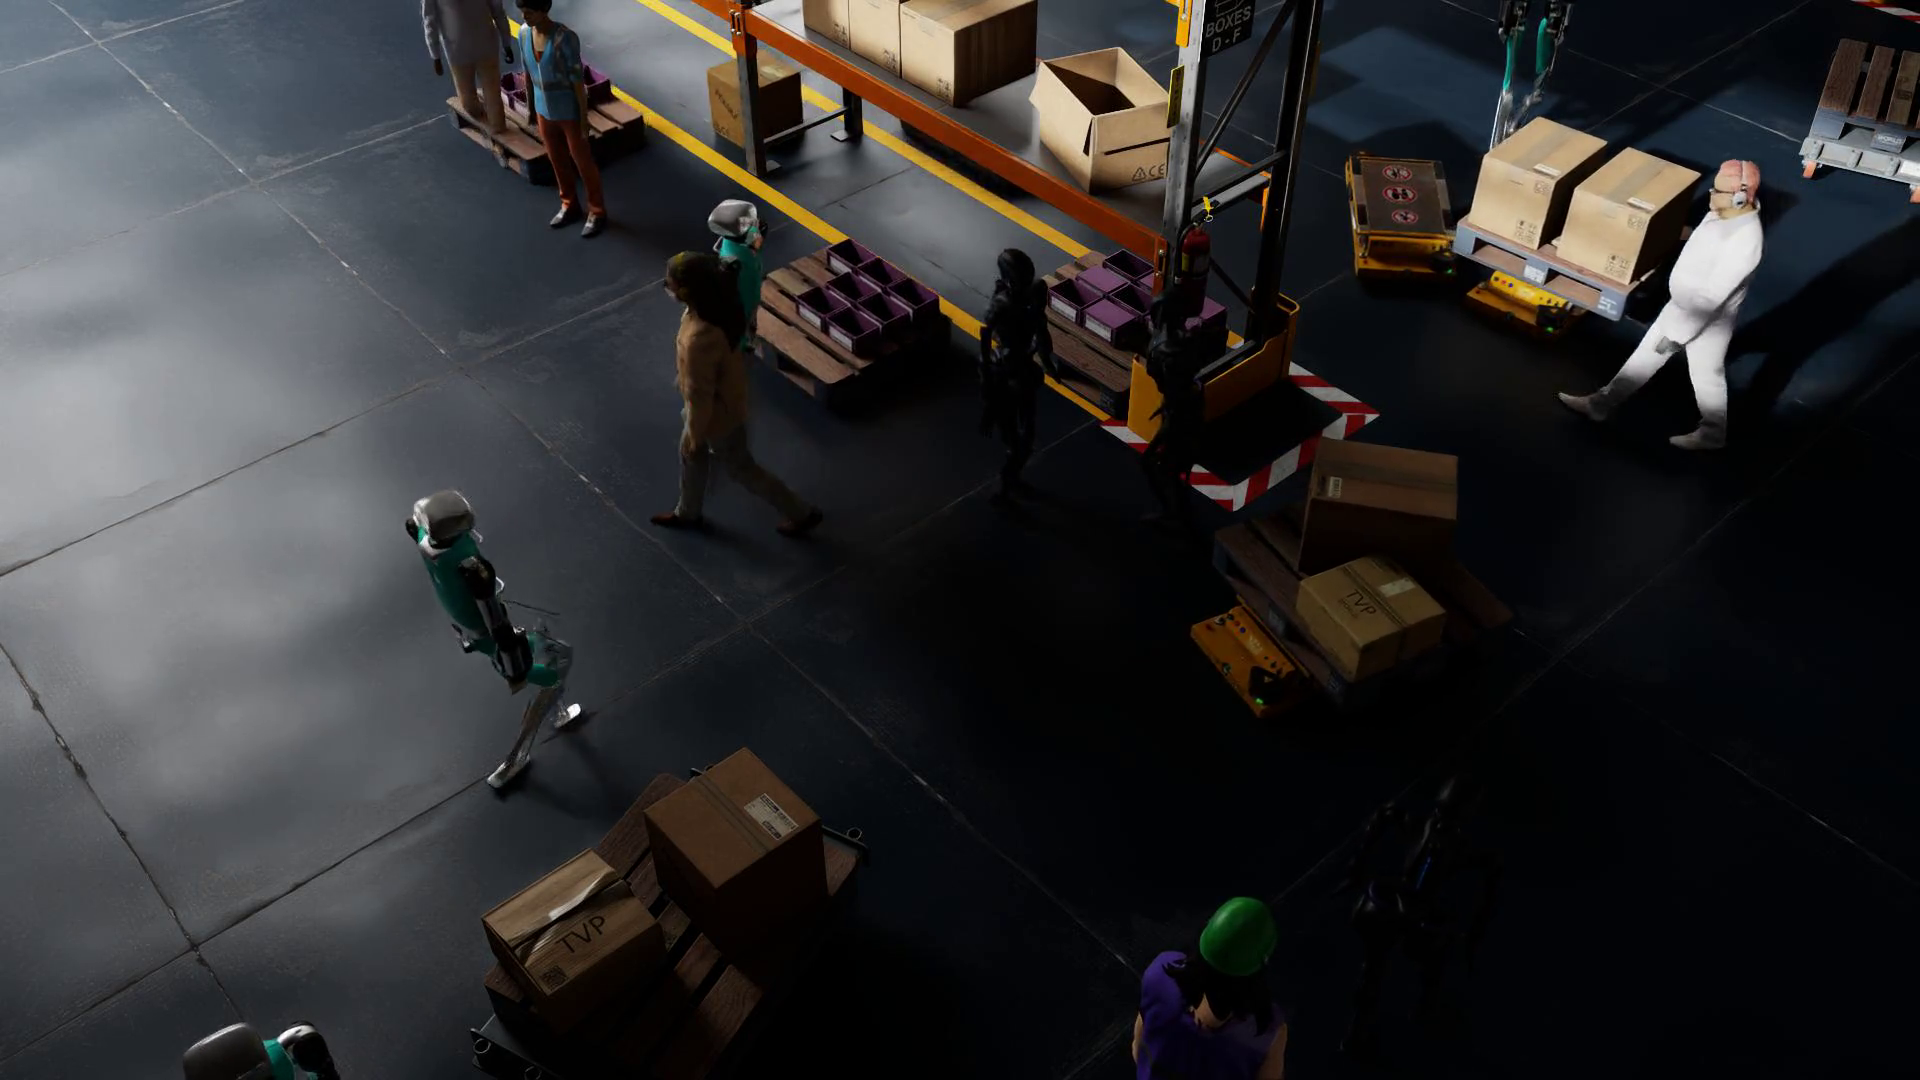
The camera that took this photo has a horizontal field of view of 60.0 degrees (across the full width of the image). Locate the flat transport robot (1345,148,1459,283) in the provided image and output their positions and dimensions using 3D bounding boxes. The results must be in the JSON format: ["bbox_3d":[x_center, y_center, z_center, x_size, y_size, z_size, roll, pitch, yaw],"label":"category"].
[{"bbox_3d":[3.054,-2.268,11.562,0.659,0.231,1.431,4,43,5],"label":"flat transport robot"}]

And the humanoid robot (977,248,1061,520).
[{"bbox_3d":[0.320,-0.866,8.996,0.352,1.654,0.611,29,50,28],"label":"humanoid robot"}]

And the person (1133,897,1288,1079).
[{"bbox_3d":[0.847,1.895,5.817,0.547,1.920,0.429,23,47,23],"label":"person"}]

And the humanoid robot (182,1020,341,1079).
[{"bbox_3d":[-2.090,2.273,5.538,0.549,1.761,0.941,-33,52,-31],"label":"humanoid robot"}]

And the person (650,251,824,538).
[{"bbox_3d":[-1.227,-0.713,8.723,0.951,1.833,0.565,1,43,1],"label":"person"}]

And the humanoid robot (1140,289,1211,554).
[{"bbox_3d":[1.164,-0.603,8.726,0.462,1.631,0.604,5,43,5],"label":"humanoid robot"}]

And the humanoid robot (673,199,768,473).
[{"bbox_3d":[-1.402,-1.059,9.253,0.768,1.889,0.530,10,44,11],"label":"humanoid robot"}]

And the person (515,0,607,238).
[{"bbox_3d":[-2.689,-2.874,11.123,0.502,1.758,0.339,17,45,18],"label":"person"}]

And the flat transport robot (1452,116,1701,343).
[{"bbox_3d":[4.020,-1.805,11.058,0.659,0.231,1.431,32,52,30],"label":"flat transport robot"}]

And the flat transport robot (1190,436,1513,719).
[{"bbox_3d":[1.979,0.421,8.637,1.431,0.231,0.659,-19,46,-19],"label":"flat transport robot"}]

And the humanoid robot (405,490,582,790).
[{"bbox_3d":[-1.966,0.380,7.585,0.823,1.765,0.555,-34,52,-31],"label":"humanoid robot"}]

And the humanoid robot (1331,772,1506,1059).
[{"bbox_3d":[1.774,1.417,6.521,0.607,1.647,0.506,22,47,22],"label":"humanoid robot"}]

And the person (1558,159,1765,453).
[{"bbox_3d":[4.086,-1.283,9.318,0.961,1.865,0.658,6,43,7],"label":"person"}]

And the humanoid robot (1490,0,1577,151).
[{"bbox_3d":[4.113,-3.579,11.975,0.548,1.873,0.824,9,43,10],"label":"humanoid robot"}]

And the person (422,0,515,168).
[{"bbox_3d":[-3.496,-3.548,11.868,0.594,1.731,0.574,-15,45,-16],"label":"person"}]
